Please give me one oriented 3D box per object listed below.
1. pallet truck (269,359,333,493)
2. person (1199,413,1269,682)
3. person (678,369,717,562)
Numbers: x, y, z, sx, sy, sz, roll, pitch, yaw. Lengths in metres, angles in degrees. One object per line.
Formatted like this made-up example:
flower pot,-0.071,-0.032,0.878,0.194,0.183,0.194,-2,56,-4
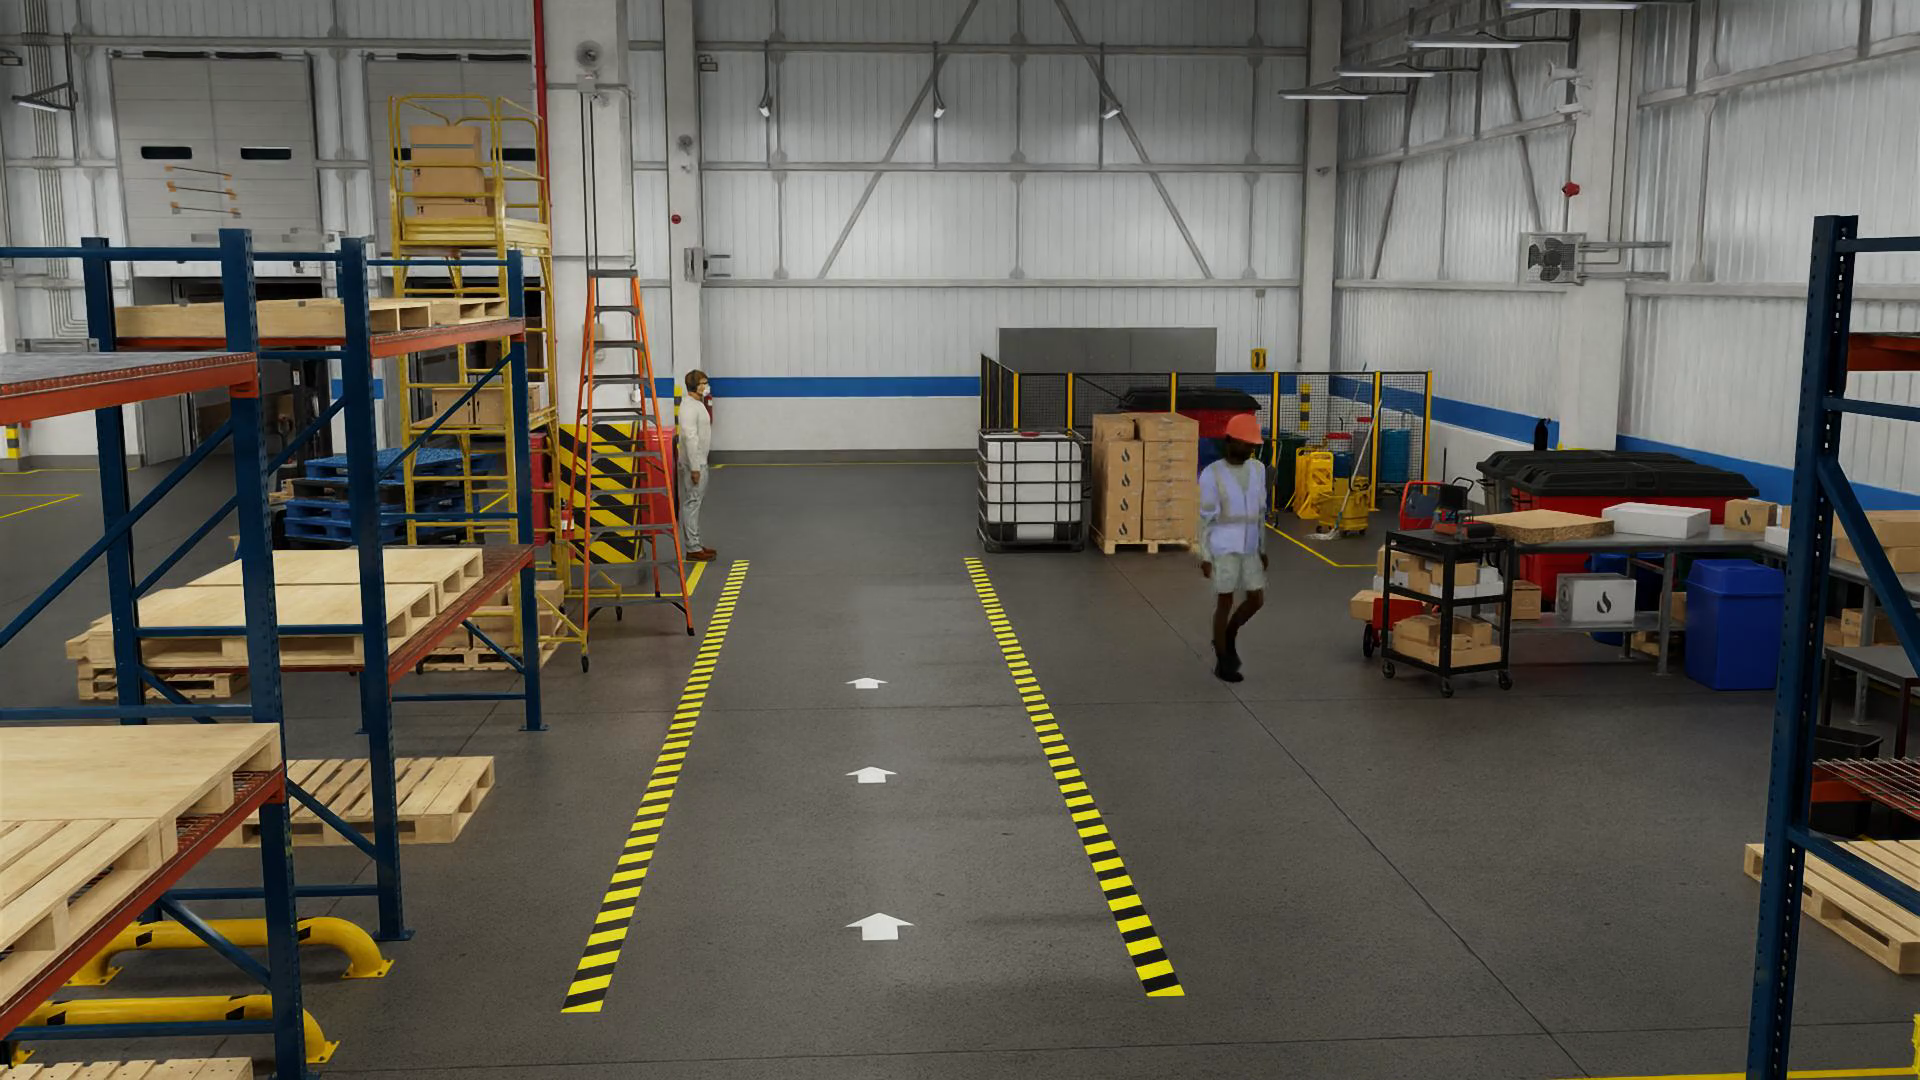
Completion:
pallet truck,-7.062,-1.131,18.996,1.885,1.965,0.823,2,9,13
person,1.946,0.054,11.811,0.583,1.912,0.437,-4,10,-25
person,-2.662,-0.756,16.824,0.372,1.940,0.630,-1,9,-4
